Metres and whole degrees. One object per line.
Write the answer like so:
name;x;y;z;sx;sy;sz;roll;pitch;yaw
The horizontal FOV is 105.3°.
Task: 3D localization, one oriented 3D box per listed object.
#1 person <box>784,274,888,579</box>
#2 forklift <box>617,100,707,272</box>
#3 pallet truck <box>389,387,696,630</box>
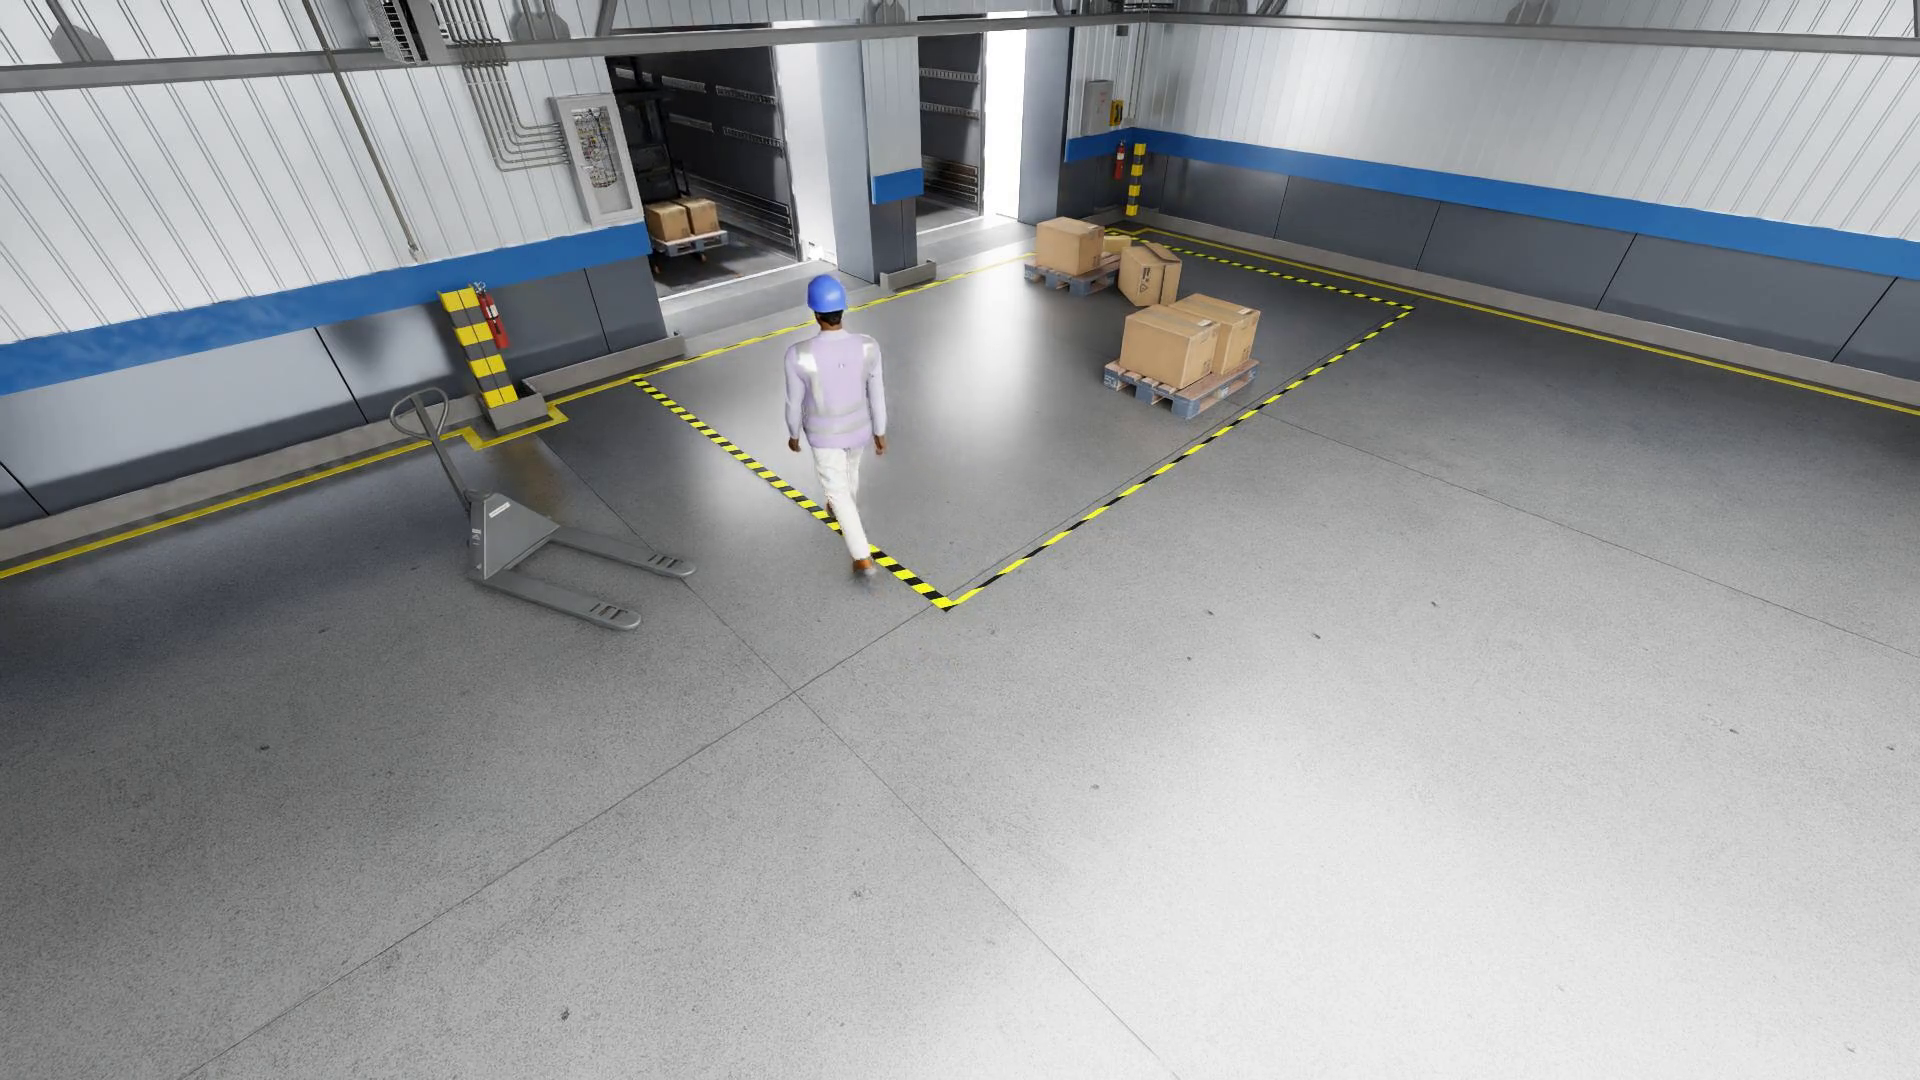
person;-0.761;-0.692;4.633;0.602;1.902;1.018;-22;43;-26
forklift;-4.426;-4.916;9.980;0.716;2.013;0.776;-31;47;-33
pallet truck;-2.613;-0.247;4.593;1.601;1.201;0.680;14;40;17
